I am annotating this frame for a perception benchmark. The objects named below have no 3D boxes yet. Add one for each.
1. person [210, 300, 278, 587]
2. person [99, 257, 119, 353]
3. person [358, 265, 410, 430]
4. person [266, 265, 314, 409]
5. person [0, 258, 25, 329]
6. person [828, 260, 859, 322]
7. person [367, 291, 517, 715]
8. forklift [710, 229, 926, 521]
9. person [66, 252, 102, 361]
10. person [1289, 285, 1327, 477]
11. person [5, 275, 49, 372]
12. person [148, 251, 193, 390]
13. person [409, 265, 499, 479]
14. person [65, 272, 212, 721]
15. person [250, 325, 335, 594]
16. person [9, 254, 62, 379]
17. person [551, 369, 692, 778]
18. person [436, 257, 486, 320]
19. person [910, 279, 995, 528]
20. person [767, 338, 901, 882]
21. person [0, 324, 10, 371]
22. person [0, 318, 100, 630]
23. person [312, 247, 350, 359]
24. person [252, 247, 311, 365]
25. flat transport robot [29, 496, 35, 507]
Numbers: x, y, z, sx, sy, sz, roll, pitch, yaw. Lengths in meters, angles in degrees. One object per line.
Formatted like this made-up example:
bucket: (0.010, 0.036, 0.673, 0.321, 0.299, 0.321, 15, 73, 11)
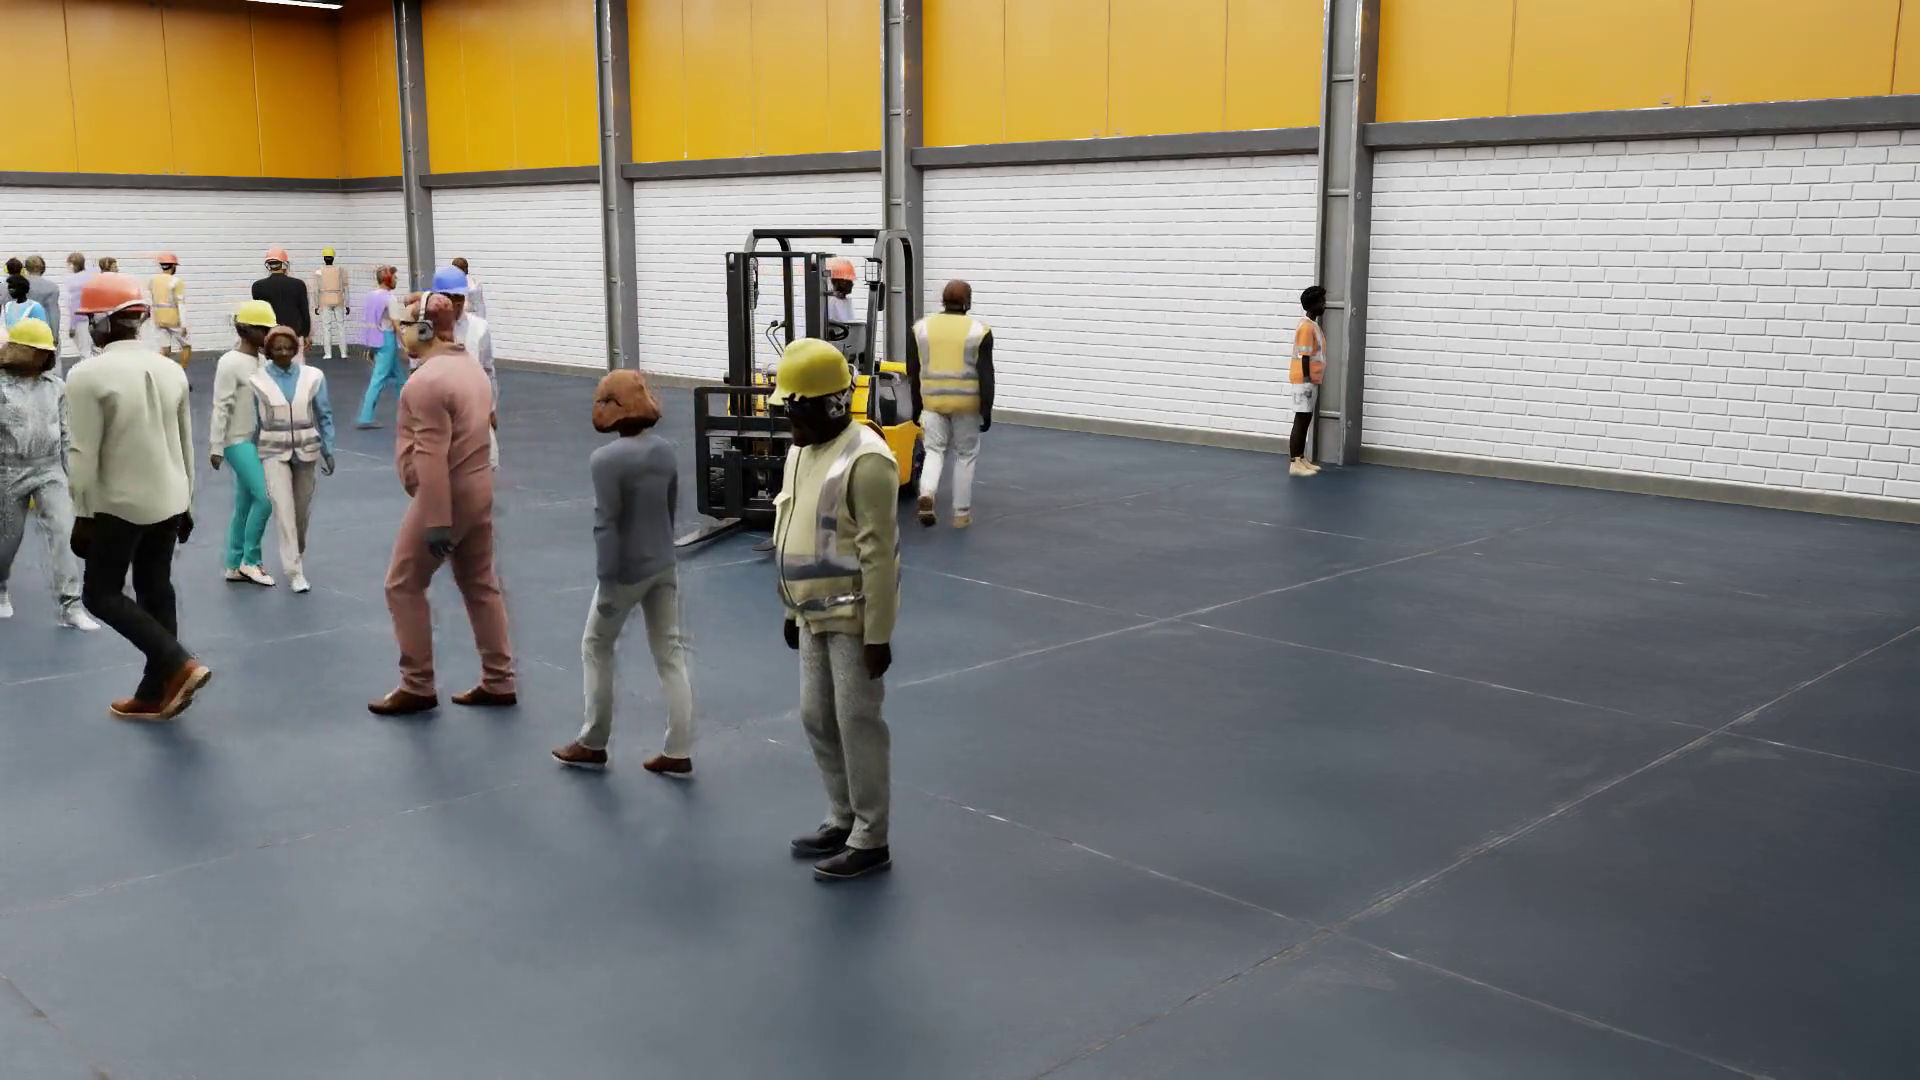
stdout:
person: (-4.302, -0.581, 10.110, 0.541, 1.741, 0.540, 1, 10, 4)
person: (-11.921, -3.090, 23.577, 0.754, 1.820, 0.551, -5, 11, -24)
person: (-6.286, -2.132, 18.438, 0.982, 1.788, 0.591, -9, 14, -41)
person: (-8.192, -2.518, 20.408, 0.872, 1.876, 0.648, 4, 11, 21)
person: (-12.385, -2.786, 21.919, 0.497, 1.818, 0.944, -4, 11, -19)
person: (-1.053, -1.680, 15.717, 0.941, 1.887, 0.561, 6, 12, 28)
person: (-2.369, -0.153, 7.409, 0.756, 1.880, 0.683, 1, 10, 6)
forklift: (-1.050, -1.319, 12.920, 1.214, 2.155, 2.313, 2, 11, 13)
person: (-11.638, -2.877, 22.222, 0.401, 1.905, 0.701, 0, 10, 2)
person: (3.095, -1.412, 14.810, 0.320, 1.692, 0.531, 4, 11, 19)
person: (-10.523, -2.138, 18.756, 0.535, 1.691, 0.322, 3, 11, 18)
person: (-10.745, -2.959, 22.633, 0.562, 1.915, 0.534, 2, 11, 10)
person: (-3.399, -0.866, 11.160, 0.616, 1.936, 0.517, -10, 14, -42)
person: (-3.526, -0.155, 7.161, 0.535, 1.976, 0.634, 3, 11, 17)
person: (-4.109, -0.519, 10.161, 0.508, 1.598, 0.828, -7, 13, -35)
person: (-11.605, -2.632, 20.884, 0.632, 1.911, 0.919, 0, 10, -2)
person: (-1.348, 0.133, 6.577, 0.714, 1.604, 0.533, 6, 12, 30)
person: (-6.536, -2.788, 21.890, 0.622, 1.845, 0.429, 0, 10, -1)
person: (-0.067, -0.959, 11.959, 0.645, 1.825, 0.637, 3, 11, 14)
person: (-0.416, 0.236, 5.504, 0.436, 1.809, 0.604, -6, 12, -30)
person: (-6.495, -0.766, 10.820, 0.685, 1.856, 0.704, 9, 14, 40)
person: (-5.119, -0.366, 9.102, 0.893, 1.692, 0.509, 7, 13, 35)
person: (-10.839, -4.078, 28.694, 0.592, 1.926, 0.366, -5, 12, -26)
person: (-7.782, -2.353, 19.115, 0.611, 1.990, 0.392, -5, 11, -25)
flat transport robot: (-7.898, -0.367, 12.972, 1.431, 0.197, 0.652, -4, 11, -22)
